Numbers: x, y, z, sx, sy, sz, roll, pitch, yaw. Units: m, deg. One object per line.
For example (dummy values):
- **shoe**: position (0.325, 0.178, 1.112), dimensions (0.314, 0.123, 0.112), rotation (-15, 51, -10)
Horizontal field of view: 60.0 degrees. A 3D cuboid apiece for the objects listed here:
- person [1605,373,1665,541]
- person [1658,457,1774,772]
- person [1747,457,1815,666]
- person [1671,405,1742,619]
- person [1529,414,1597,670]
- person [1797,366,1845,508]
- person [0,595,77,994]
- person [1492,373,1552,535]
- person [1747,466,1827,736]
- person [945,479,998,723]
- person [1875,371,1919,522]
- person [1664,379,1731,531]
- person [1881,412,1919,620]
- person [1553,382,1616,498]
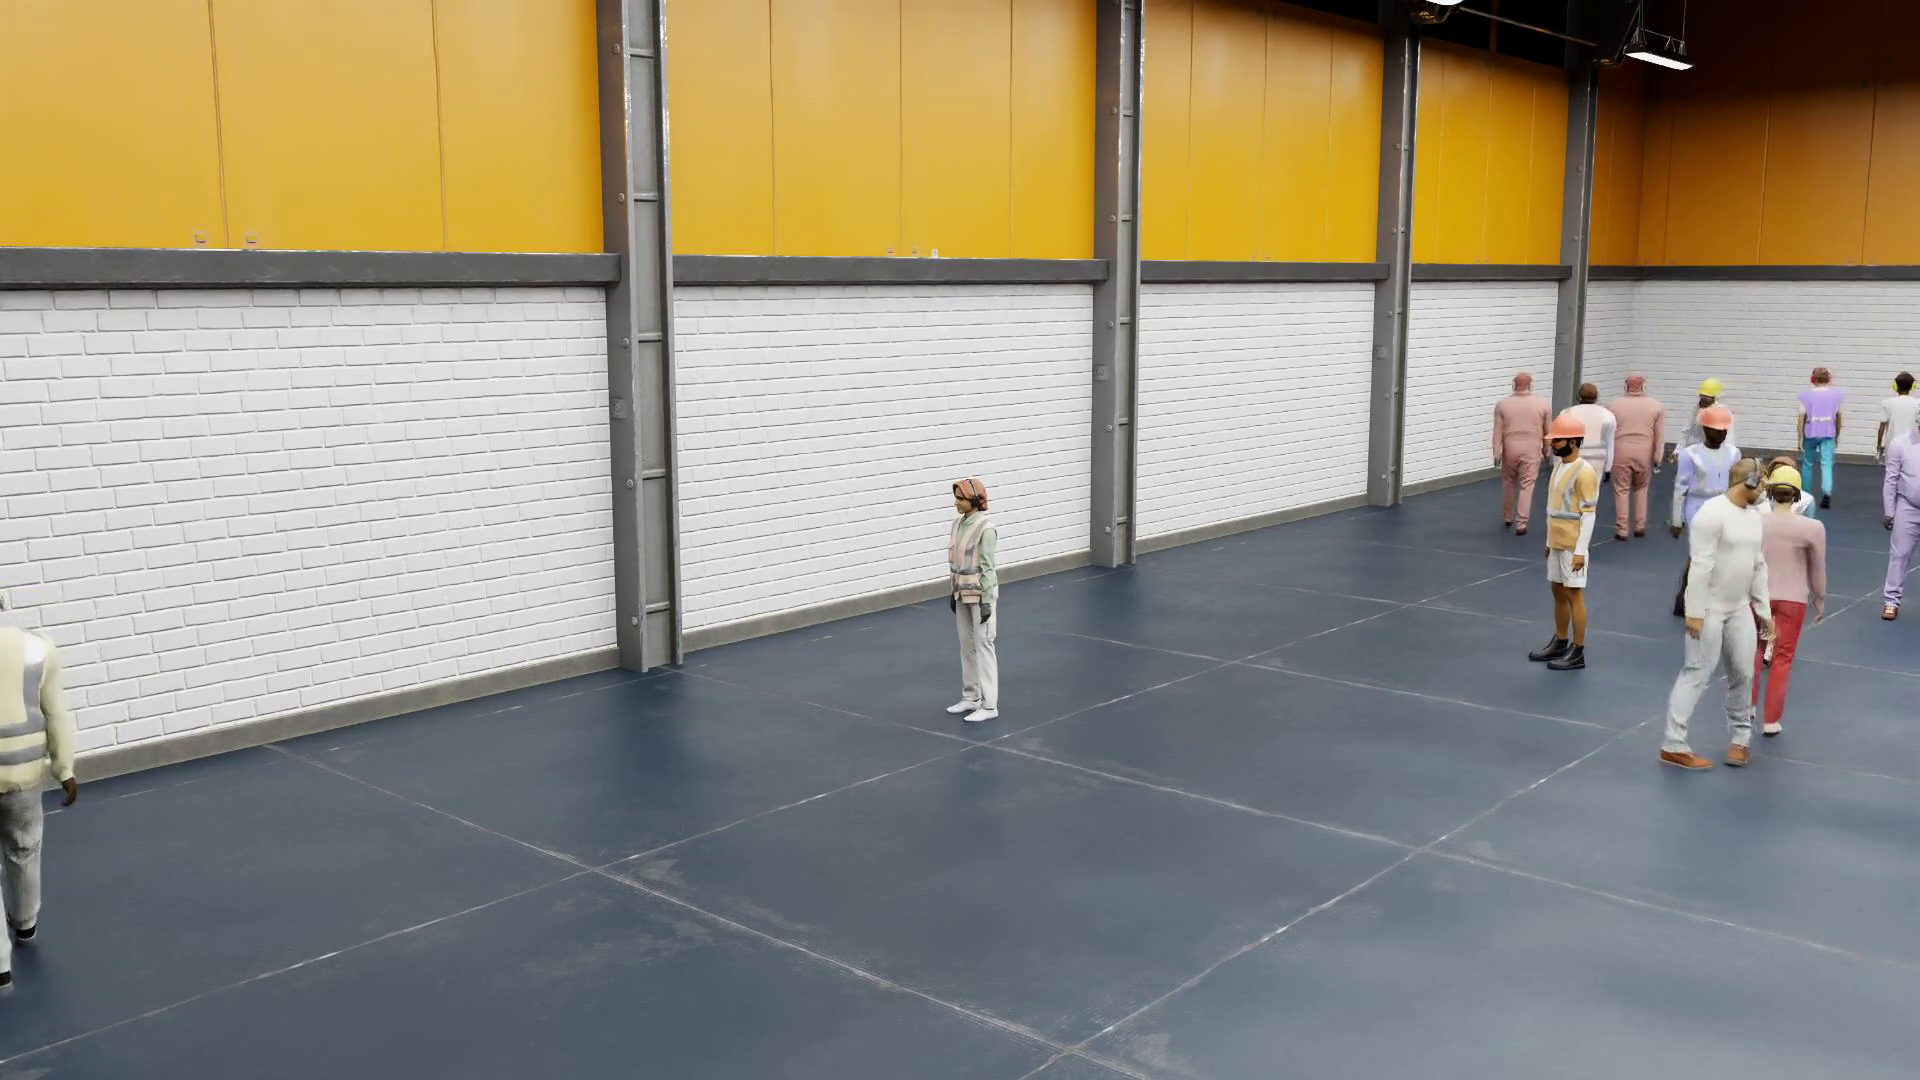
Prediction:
- **person**: position (7.566, -0.948, 18.798), dimensions (0.665, 1.882, 0.682), rotation (2, 9, 13)
- **person**: position (4.625, 0.441, 10.076), dimensions (0.666, 1.887, 0.433), rotation (-5, 10, -28)
- **person**: position (6.264, 0.150, 12.812), dimensions (0.513, 1.589, 0.874), rotation (7, 11, 37)
- **person**: position (6.373, -0.189, 14.047), dimensions (0.554, 1.878, 1.003), rotation (-2, 9, -13)
- **person**: position (4.568, 0.016, 12.583), dimensions (0.376, 1.936, 0.549), rotation (-1, 9, -5)
- **person**: position (11.084, -1.332, 21.452), dimensions (0.568, 1.818, 0.894), rotation (3, 9, 16)
- **person**: position (-4.160, 0.960, 7.082), dimensions (0.622, 1.797, 0.812), rotation (-7, 12, -39)
- **person**: position (6.535, -1.014, 19.338), dimensions (0.649, 1.847, 1.022), rotation (4, 10, 22)
- **person**: position (5.349, 0.388, 10.864), dimensions (0.535, 1.743, 0.619), rotation (7, 11, 35)
- **person**: position (0.089, 0.399, 11.147), dimensions (0.314, 1.629, 0.509), rotation (-5, 11, -30)
- **person**: position (11.208, -1.089, 19.814), dimensions (0.519, 1.842, 0.871), rotation (5, 10, 27)
- **person**: position (8.582, -0.983, 19.330), dimensions (0.873, 1.776, 0.613), rotation (-1, 9, -4)
- **person**: position (8.275, -0.237, 14.265), dimensions (0.642, 1.909, 0.399), rotation (4, 10, 24)
- **person**: position (6.779, -0.799, 18.070), dimensions (0.636, 1.828, 0.633), rotation (2, 9, 10)
